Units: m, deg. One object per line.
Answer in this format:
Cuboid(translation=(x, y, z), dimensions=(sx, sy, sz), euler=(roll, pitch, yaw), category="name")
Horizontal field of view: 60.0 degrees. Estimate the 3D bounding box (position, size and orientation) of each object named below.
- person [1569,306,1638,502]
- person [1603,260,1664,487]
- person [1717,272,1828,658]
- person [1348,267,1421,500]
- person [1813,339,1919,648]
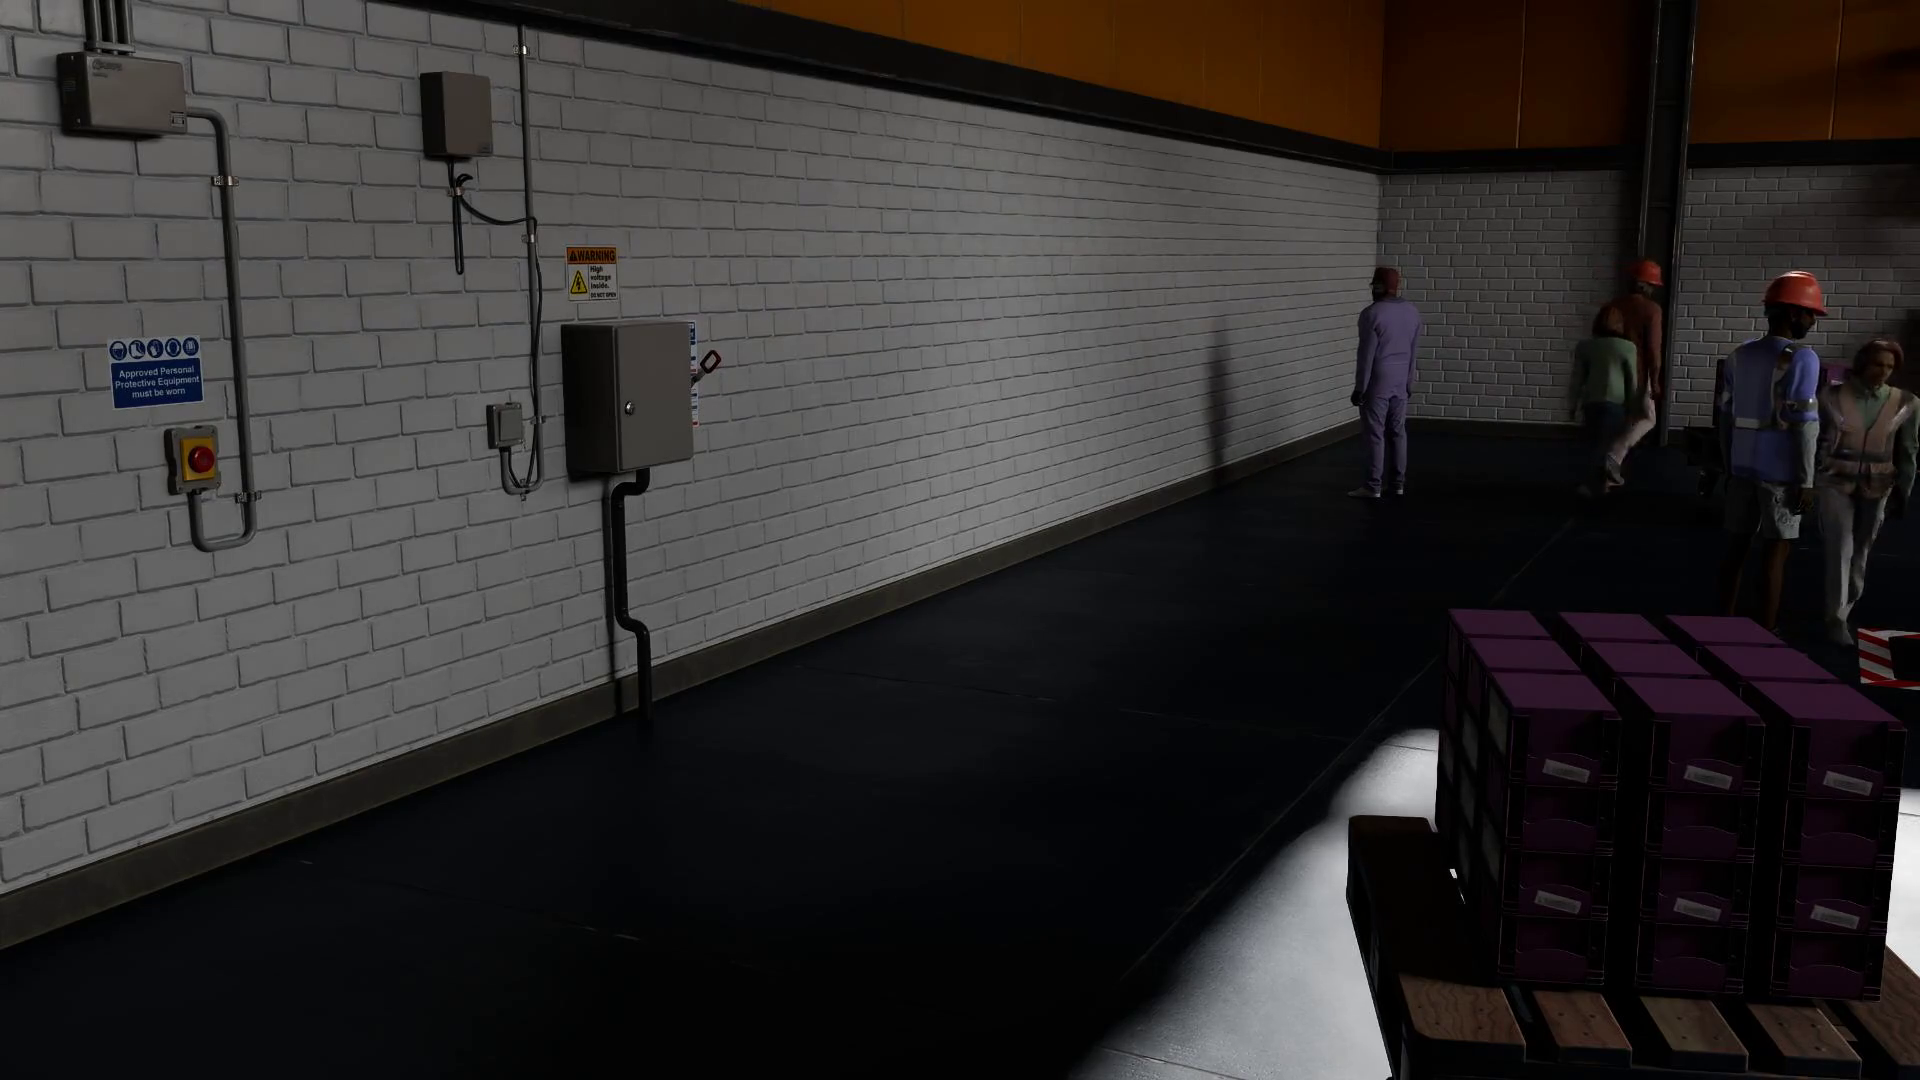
Cuboid(translation=(5.246, -1.116, 13.625), dimensions=(0.814, 1.590, 0.482), euler=(-9, 13, -43), category="person")
Cuboid(translation=(5.701, -1.405, 14.219), dimensions=(0.477, 1.963, 0.664), euler=(-5, 11, -26), category="person")
Cuboid(translation=(4.004, -0.344, 8.195), dimensions=(0.382, 1.926, 0.549), euler=(-3, 10, -17), category="person")
Cuboid(translation=(3.470, -1.285, 13.705), dimensions=(0.655, 1.904, 0.407), euler=(-6, 12, -32), category="person")
Cuboid(translation=(4.733, -0.281, 8.808), dimensions=(0.533, 1.587, 0.836), euler=(4, 10, 20), category="person")
